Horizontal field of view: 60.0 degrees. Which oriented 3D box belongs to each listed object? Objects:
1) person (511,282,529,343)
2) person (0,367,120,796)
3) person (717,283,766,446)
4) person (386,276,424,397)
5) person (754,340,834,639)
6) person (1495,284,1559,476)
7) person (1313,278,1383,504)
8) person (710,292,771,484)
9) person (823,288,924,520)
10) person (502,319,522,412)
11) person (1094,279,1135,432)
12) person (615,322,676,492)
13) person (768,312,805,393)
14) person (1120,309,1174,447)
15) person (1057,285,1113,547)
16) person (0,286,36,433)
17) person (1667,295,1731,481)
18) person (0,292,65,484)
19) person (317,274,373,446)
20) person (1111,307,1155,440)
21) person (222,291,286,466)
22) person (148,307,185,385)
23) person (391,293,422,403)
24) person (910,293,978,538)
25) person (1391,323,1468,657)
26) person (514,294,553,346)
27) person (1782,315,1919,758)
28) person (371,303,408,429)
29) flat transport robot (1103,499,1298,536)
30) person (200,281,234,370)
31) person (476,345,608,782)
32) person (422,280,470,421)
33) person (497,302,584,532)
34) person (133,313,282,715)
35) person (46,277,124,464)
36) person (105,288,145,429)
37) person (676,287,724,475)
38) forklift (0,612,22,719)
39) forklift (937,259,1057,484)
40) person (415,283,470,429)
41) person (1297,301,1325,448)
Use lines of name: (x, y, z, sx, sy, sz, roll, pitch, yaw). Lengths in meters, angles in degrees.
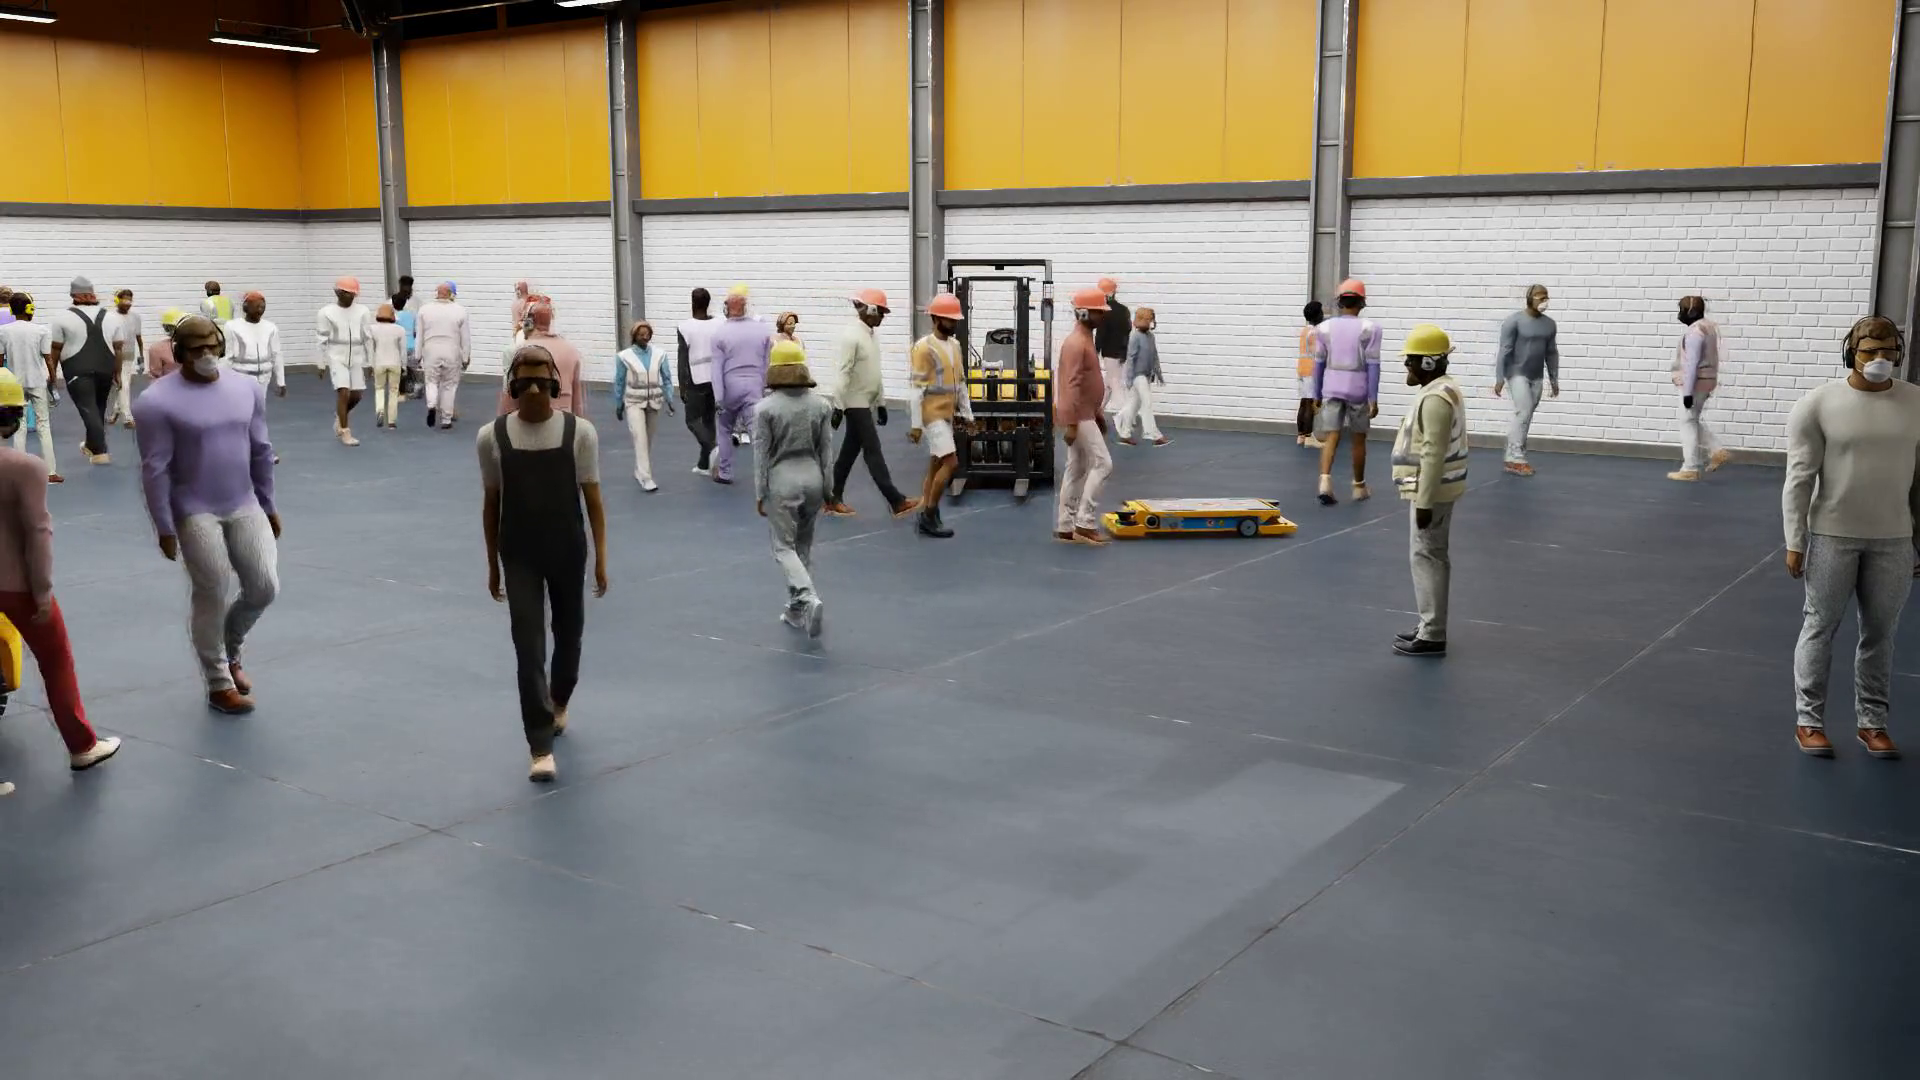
person: (-6.801, -3.160, 26.354, 0.903, 1.833, 0.671, 9, 13, 43)
person: (-3.858, 0.165, 6.805, 0.527, 1.737, 0.817, 1, 10, 4)
person: (-2.541, -2.031, 19.398, 0.612, 1.884, 0.925, -1, 10, -8)
person: (-8.727, -3.223, 26.409, 0.633, 1.912, 0.980, -9, 13, -44)
person: (-0.931, -0.289, 9.577, 0.486, 1.713, 0.744, -5, 11, -29)
person: (5.733, -1.596, 16.706, 0.673, 1.921, 0.723, -4, 10, -23)
person: (3.439, -1.319, 14.801, 0.623, 2.016, 0.849, 6, 11, 32)
person: (-2.079, -1.428, 15.881, 0.625, 1.870, 0.898, -5, 11, -28)
person: (-0.732, -1.128, 13.904, 1.022, 1.929, 0.643, 3, 10, 17)
person: (-4.207, -1.361, 16.241, 0.504, 1.643, 0.338, -6, 11, -33)
person: (1.878, -2.360, 21.256, 1.013, 1.924, 0.656, 8, 13, 41)
person: (-3.011, -1.275, 15.783, 0.513, 1.593, 0.873, -6, 12, -34)
person: (-1.794, -1.546, 17.262, 0.307, 1.641, 0.511, 8, 12, 38)
person: (2.198, -1.872, 19.309, 0.817, 1.593, 0.520, 6, 11, 33)
person: (1.000, -0.928, 12.605, 0.597, 1.975, 0.617, 1, 10, 7)
person: (-11.857, -2.239, 20.775, 0.565, 1.846, 0.390, -8, 12, -39)
person: (7.250, -1.486, 16.340, 0.520, 1.827, 0.664, 6, 11, 33)
person: (-8.992, -1.454, 16.052, 0.533, 1.863, 0.317, -3, 10, -15)
person: (-7.270, -2.124, 19.611, 0.625, 2.014, 0.721, -8, 12, -40)
person: (2.160, -2.025, 20.188, 0.709, 1.614, 0.525, 6, 11, 32)
person: (-7.222, -1.625, 17.126, 0.973, 1.839, 0.594, 7, 12, 38)
person: (-7.480, -1.370, 15.977, 0.893, 1.720, 0.535, 7, 12, 37)
person: (-8.465, -2.917, 25.277, 0.412, 1.684, 0.544, 6, 11, 32)
person: (-0.130, -0.962, 12.990, 0.518, 1.913, 0.541, 5, 11, 26)
person: (2.571, -0.271, 9.137, 0.404, 1.824, 0.606, 3, 10, 19)
person: (-3.687, -1.205, 14.539, 0.344, 1.876, 0.576, -8, 12, -40)
person: (3.907, -0.005, 7.244, 0.630, 1.934, 0.364, 2, 10, 9)
person: (-7.348, -2.223, 21.362, 0.495, 1.620, 0.368, -2, 10, -12)
flat transport robot: (1.903, -0.189, 13.251, 1.431, 0.197, 0.652, -1, 10, -5)
person: (-12.046, -3.274, 26.960, 0.429, 1.839, 0.634, 4, 10, 21)
person: (-1.798, 0.059, 7.193, 0.513, 1.821, 0.862, -3, 10, -15)
person: (-7.021, -2.574, 22.637, 0.648, 1.914, 0.819, 0, 10, 0)
person: (-3.185, -0.828, 12.368, 1.005, 1.851, 0.643, 4, 10, 23)
person: (-3.539, -0.114, 7.906, 0.438, 1.920, 0.643, 7, 12, 36)
person: (-9.391, -1.844, 17.846, 1.016, 2.000, 0.695, 7, 12, 38)
person: (-10.896, -2.348, 21.545, 0.861, 1.822, 0.571, 7, 12, 36)
person: (-2.538, -1.570, 16.637, 0.590, 1.901, 0.665, -7, 12, -37)
forklift: (-5.296, -0.090, 6.943, 1.214, 2.155, 2.313, 7, 12, 35)
forklift: (0.370, -1.738, 16.759, 1.214, 2.155, 2.313, 1, 10, 3)
person: (-6.637, -2.351, 21.357, 0.691, 1.877, 0.524, -2, 10, -10)
person: (4.087, -1.920, 19.316, 0.318, 1.700, 0.535, -1, 10, -6)
